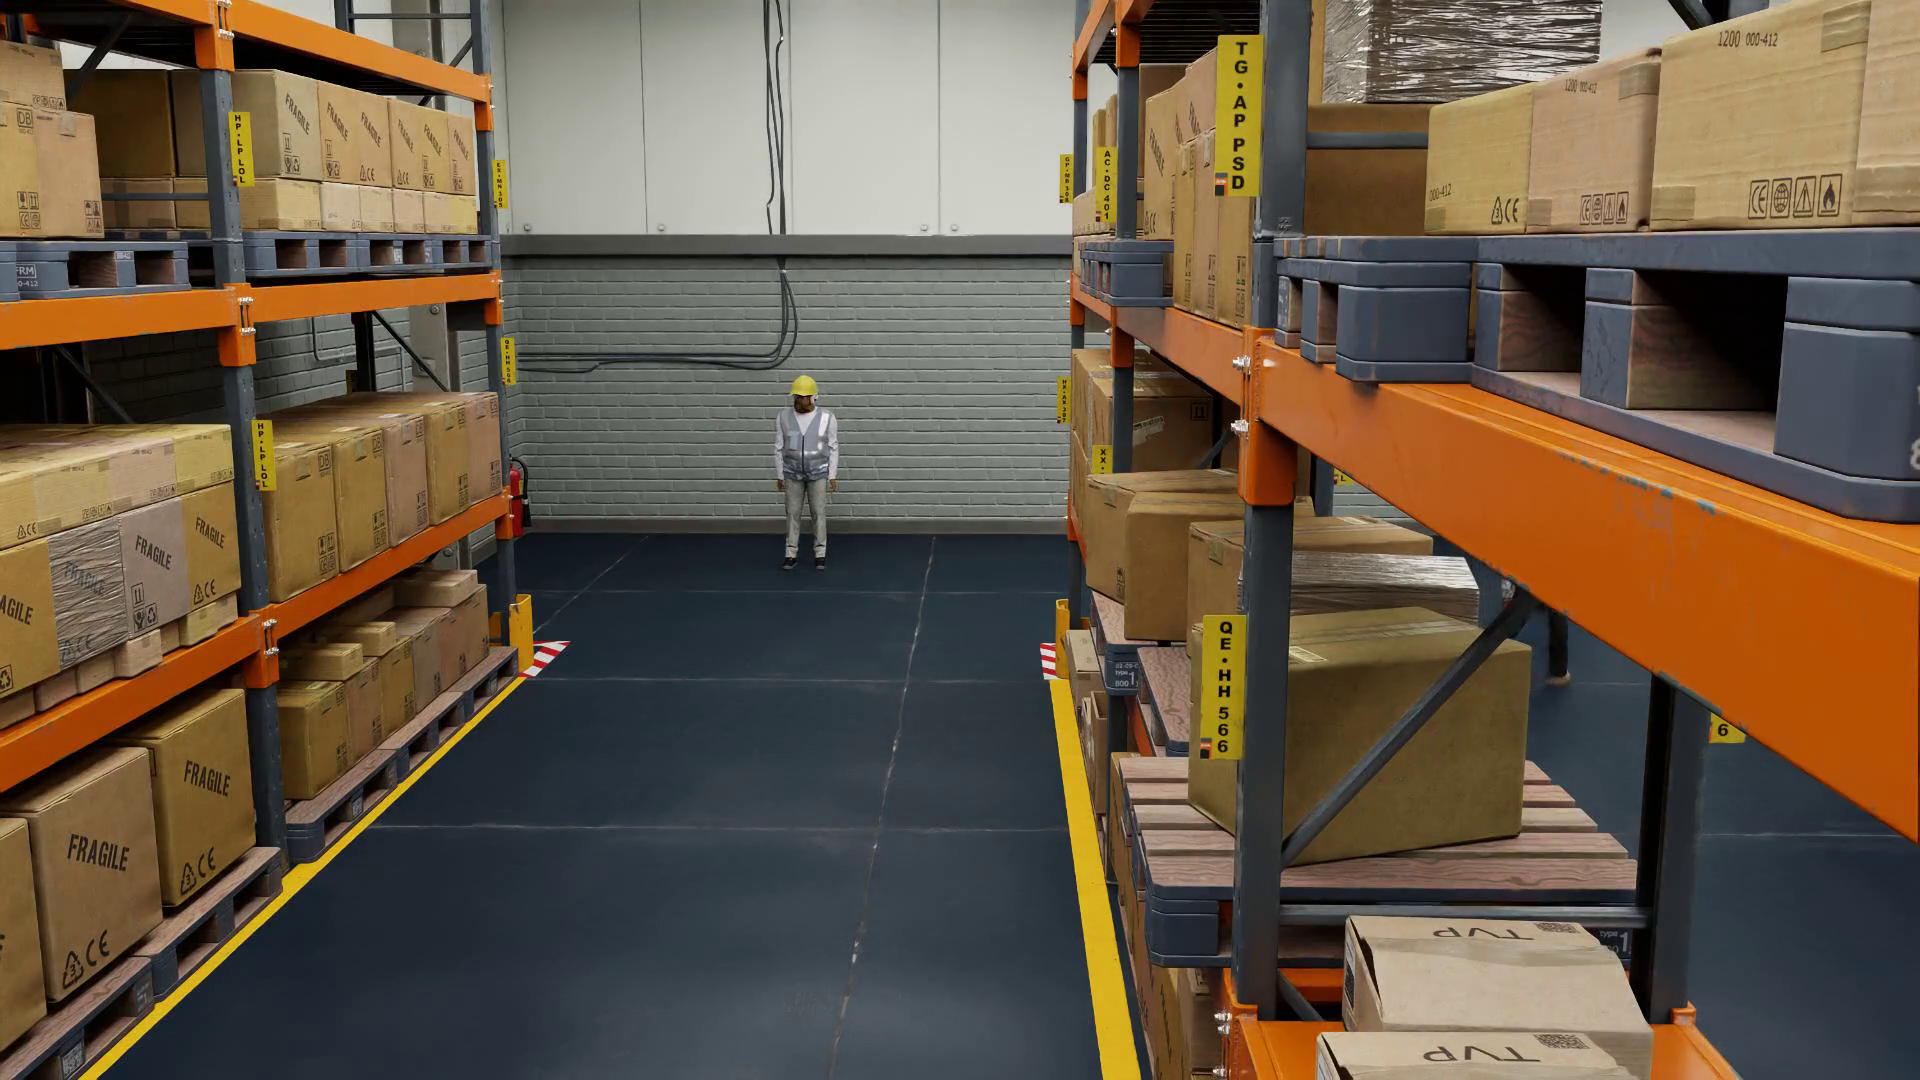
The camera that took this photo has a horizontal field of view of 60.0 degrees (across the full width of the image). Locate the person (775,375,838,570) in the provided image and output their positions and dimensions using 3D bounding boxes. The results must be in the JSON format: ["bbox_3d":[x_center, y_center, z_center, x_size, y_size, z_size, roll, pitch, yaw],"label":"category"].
[{"bbox_3d":[-1.434,-0.624,15.534,0.591,1.829,0.404,1,10,3],"label":"person"}]

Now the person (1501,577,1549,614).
[{"bbox_3d":[4.749,-0.354,13.703,0.629,1.940,0.377,1,10,3],"label":"person"}]

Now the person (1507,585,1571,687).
[{"bbox_3d":[3.895,0.153,11.245,0.857,1.812,0.504,-8,13,-37],"label":"person"}]
